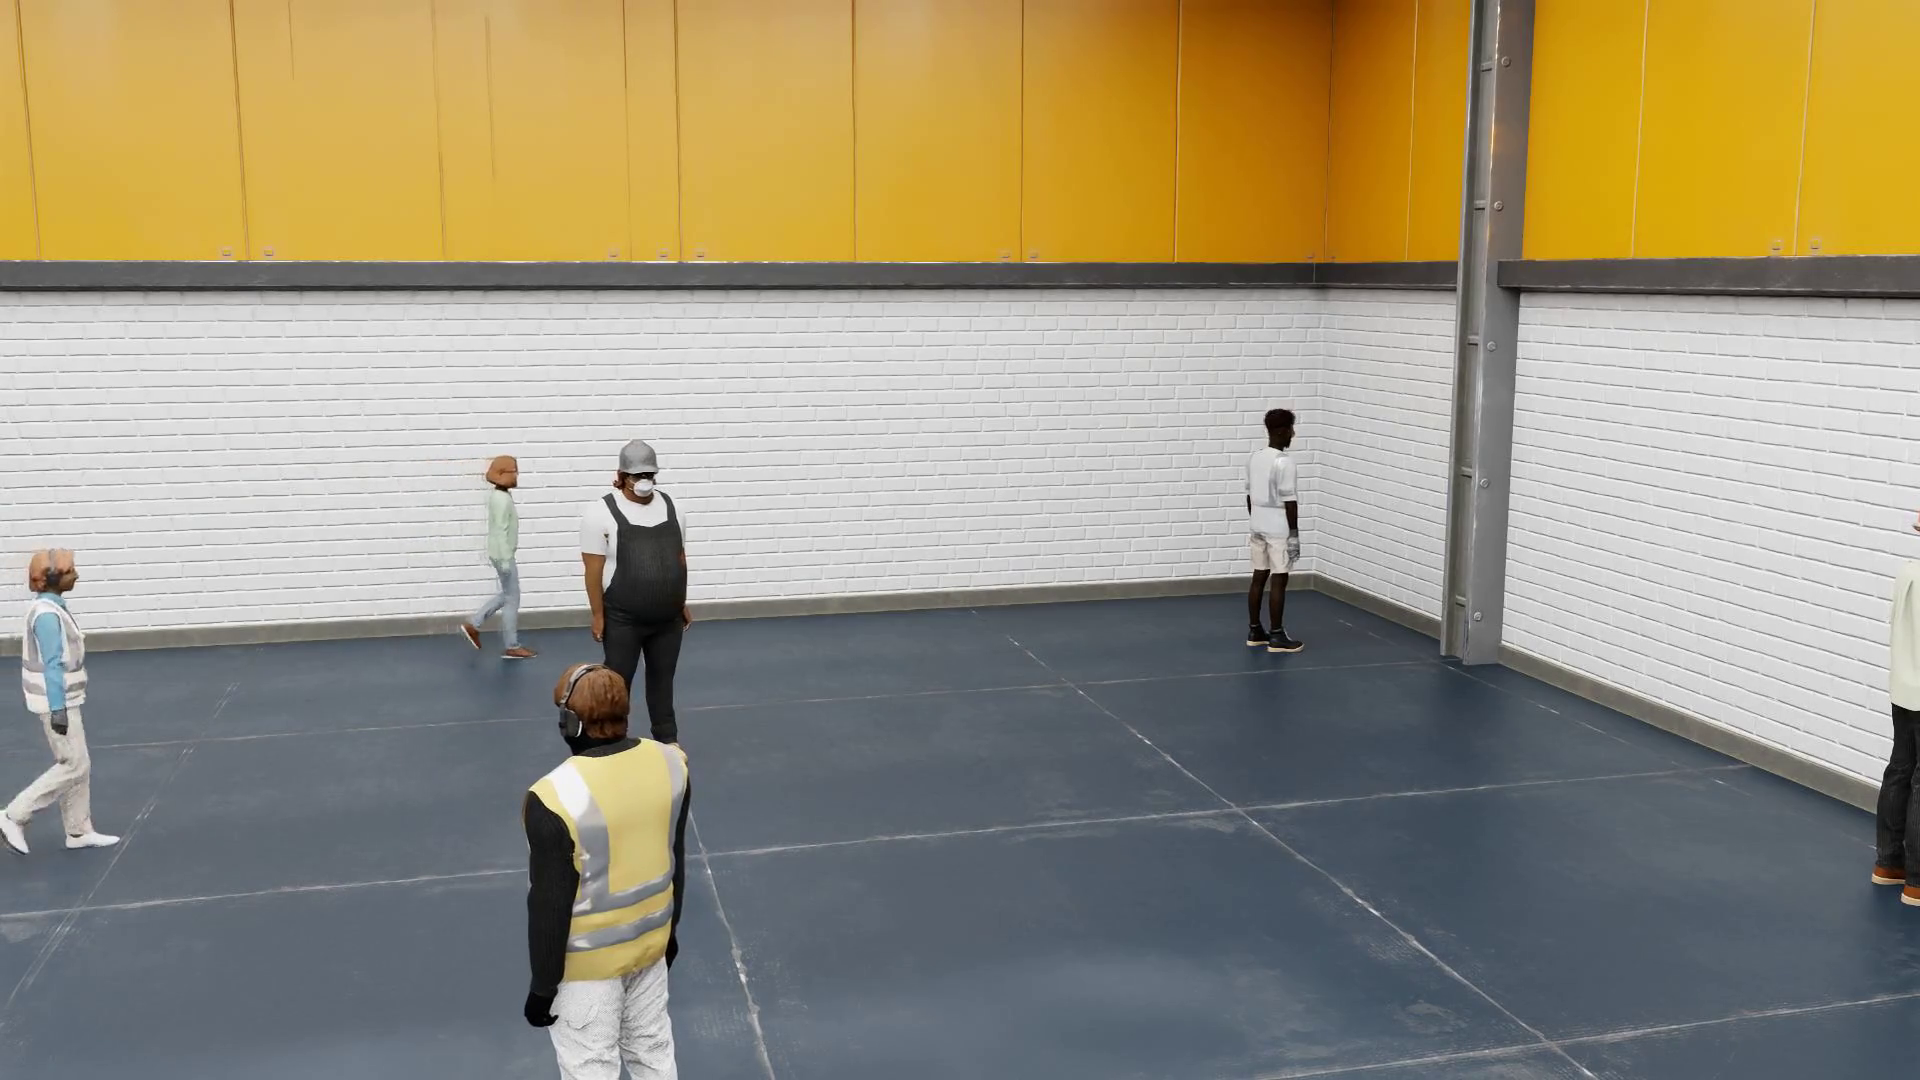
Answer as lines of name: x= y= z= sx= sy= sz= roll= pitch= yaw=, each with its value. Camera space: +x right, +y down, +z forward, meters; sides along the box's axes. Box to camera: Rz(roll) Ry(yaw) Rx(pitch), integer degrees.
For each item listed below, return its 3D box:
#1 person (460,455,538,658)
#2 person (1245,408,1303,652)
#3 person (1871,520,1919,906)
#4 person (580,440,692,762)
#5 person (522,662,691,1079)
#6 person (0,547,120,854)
person: x=-3.632 y=0.138 z=13.052 sx=0.492 sy=1.622 sz=0.510 roll=-3 pitch=10 yaw=-20
person: x=2.523 y=-0.087 z=13.388 sx=0.366 sy=1.964 sz=0.648 roll=-5 pitch=10 yaw=-26
person: x=4.685 y=0.760 z=8.011 sx=0.375 sy=1.997 sz=0.612 roll=1 pitch=9 yaw=4
person: x=-1.920 y=0.399 z=10.131 sx=0.689 sy=2.000 sz=0.537 roll=-7 pitch=11 yaw=-36
person: x=-1.120 y=1.287 z=5.207 sx=0.429 sy=1.841 sz=0.634 roll=6 pitch=11 yaw=33
person: x=-4.710 y=0.849 z=8.598 sx=0.481 sy=1.622 sz=0.536 roll=-4 pitch=10 yaw=-24
